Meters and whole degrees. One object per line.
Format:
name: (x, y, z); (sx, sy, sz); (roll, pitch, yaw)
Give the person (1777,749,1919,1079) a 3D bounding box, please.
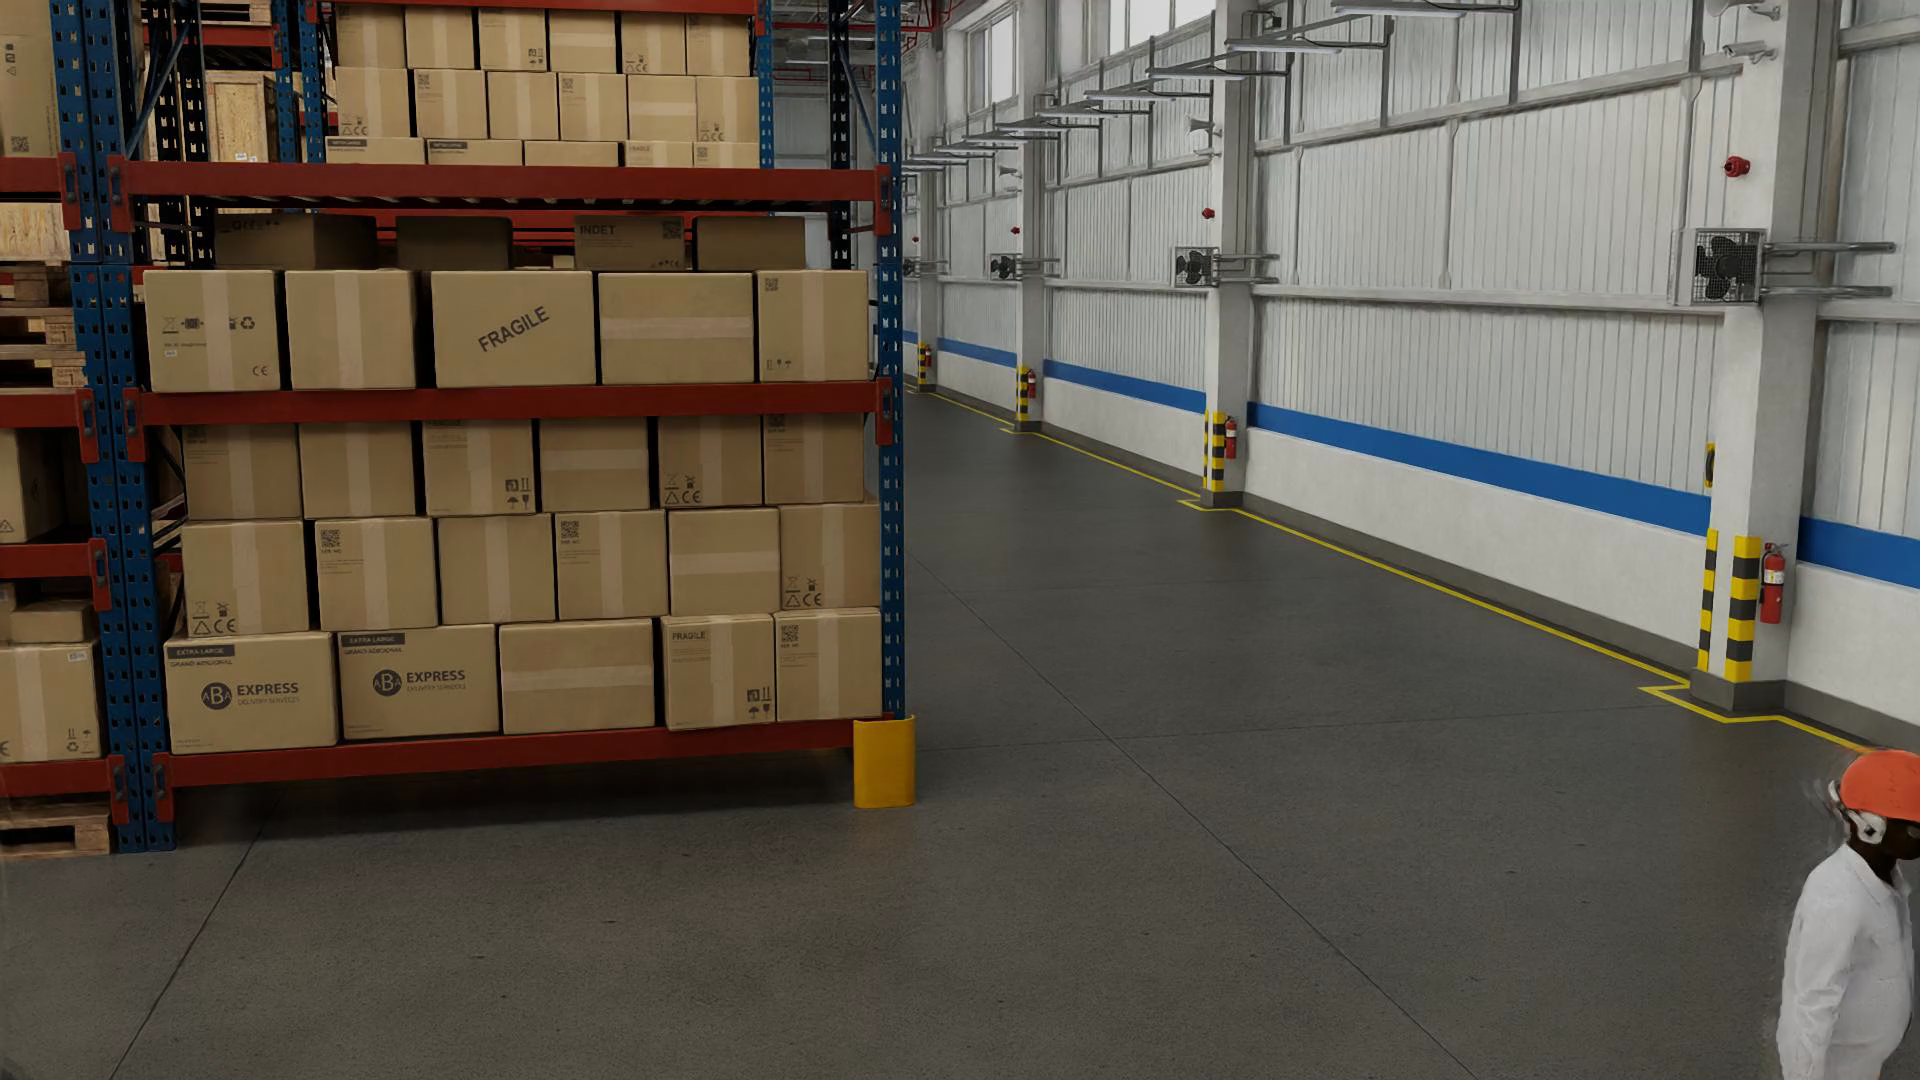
person: (2.424, 1.415, 4.622); (0.478, 1.742, 0.594); (8, 12, 41)
